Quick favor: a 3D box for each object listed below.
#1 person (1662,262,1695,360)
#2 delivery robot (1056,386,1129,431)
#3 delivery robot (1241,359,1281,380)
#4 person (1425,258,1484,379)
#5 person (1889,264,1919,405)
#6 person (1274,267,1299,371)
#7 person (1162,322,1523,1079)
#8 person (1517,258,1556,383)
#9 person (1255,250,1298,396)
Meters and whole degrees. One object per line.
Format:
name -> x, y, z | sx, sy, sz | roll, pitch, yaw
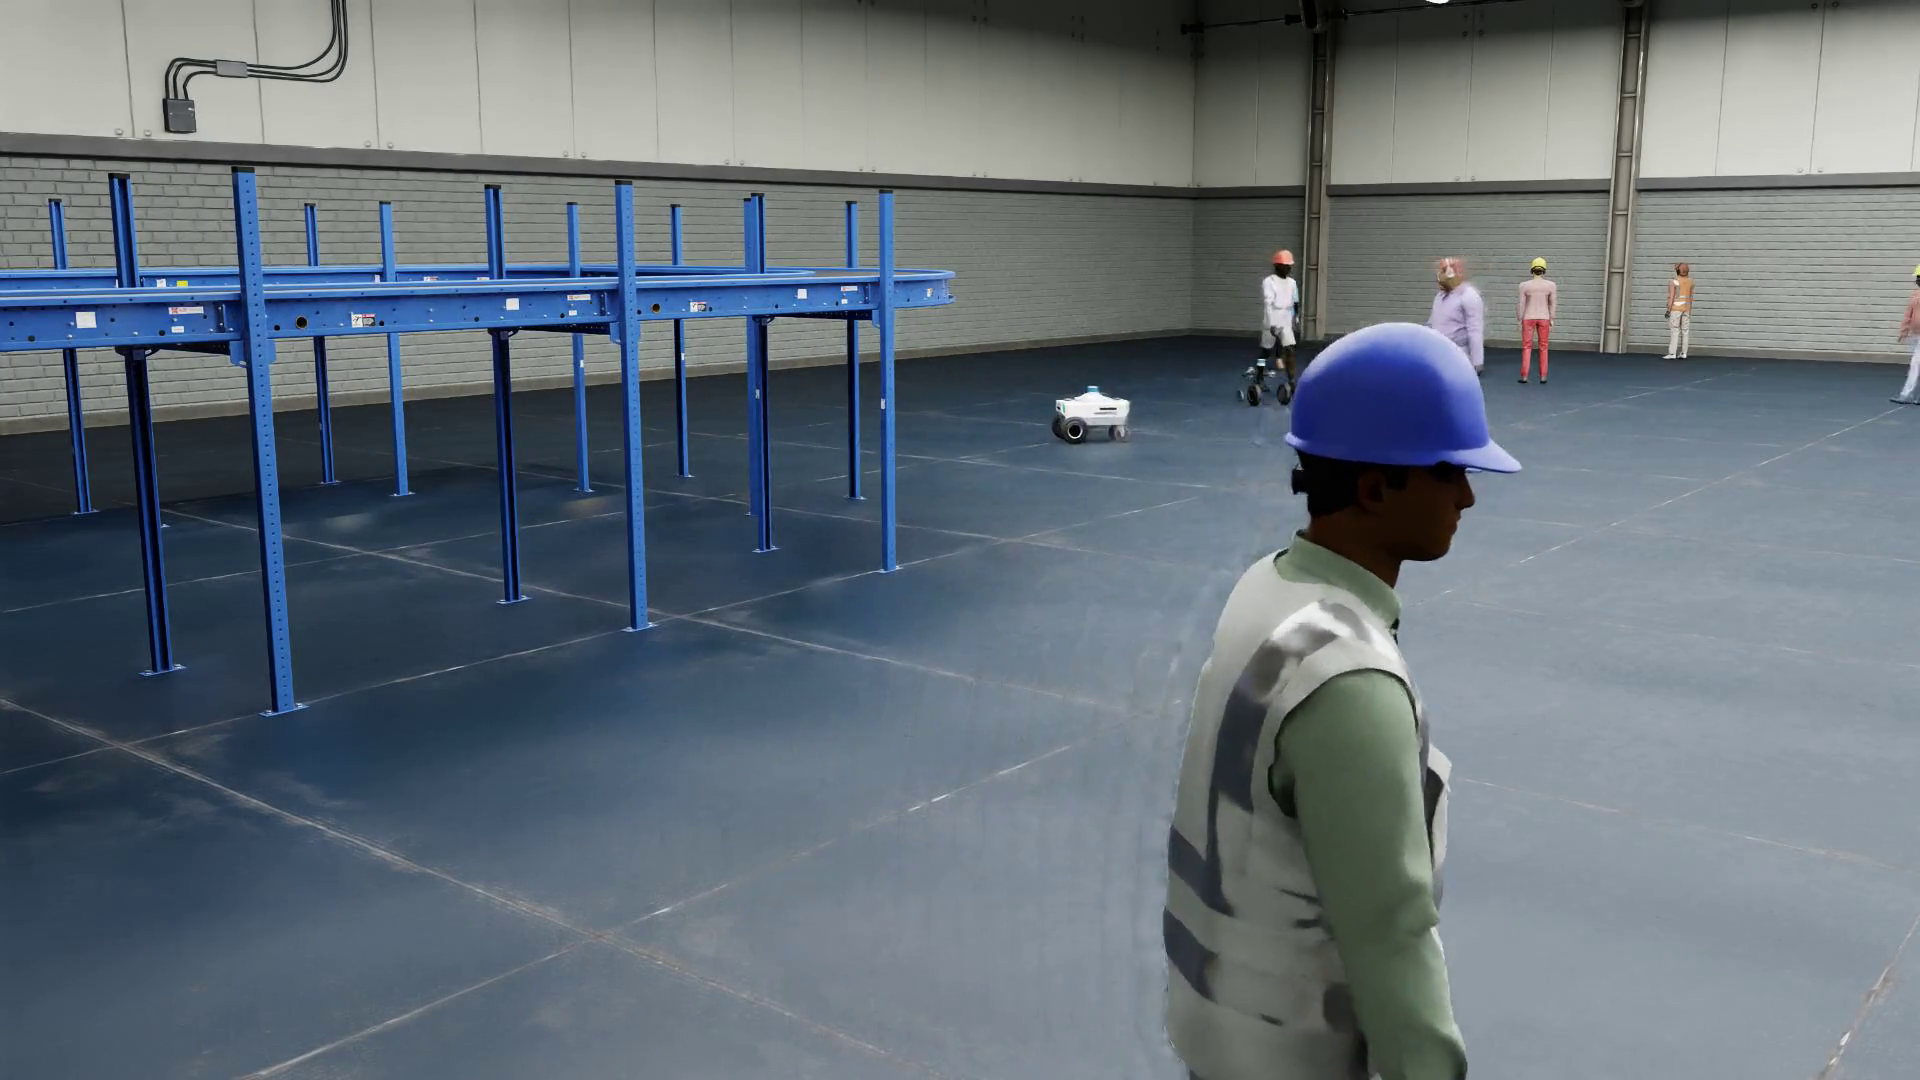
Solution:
person -> 12.217, -3.888, 28.242 | 0.514, 1.645, 0.307 | -4, 11, -19
delivery robot -> 1.342, -1.313, 16.851 | 0.707, 0.478, 0.477 | -2, 10, -9
delivery robot -> 3.749, -2.138, 20.701 | 0.335, 0.223, 0.698 | -3, 11, -18
person -> 4.593, -1.709, 15.633 | 0.996, 1.841, 0.653 | -2, 10, -12
person -> 11.694, -2.519, 20.378 | 0.798, 1.730, 0.552 | -1, 10, -6
person -> 5.045, -3.504, 26.100 | 0.540, 1.652, 0.857 | -1, 10, -4
person -> 0.575, 0.666, 2.281 | 0.966, 1.899, 0.642 | 1, 10, 7
person -> 8.171, -3.114, 23.601 | 0.524, 1.764, 0.309 | 2, 10, 10
person -> 4.208, -2.863, 21.917 | 0.543, 1.887, 1.018 | -4, 11, -21
